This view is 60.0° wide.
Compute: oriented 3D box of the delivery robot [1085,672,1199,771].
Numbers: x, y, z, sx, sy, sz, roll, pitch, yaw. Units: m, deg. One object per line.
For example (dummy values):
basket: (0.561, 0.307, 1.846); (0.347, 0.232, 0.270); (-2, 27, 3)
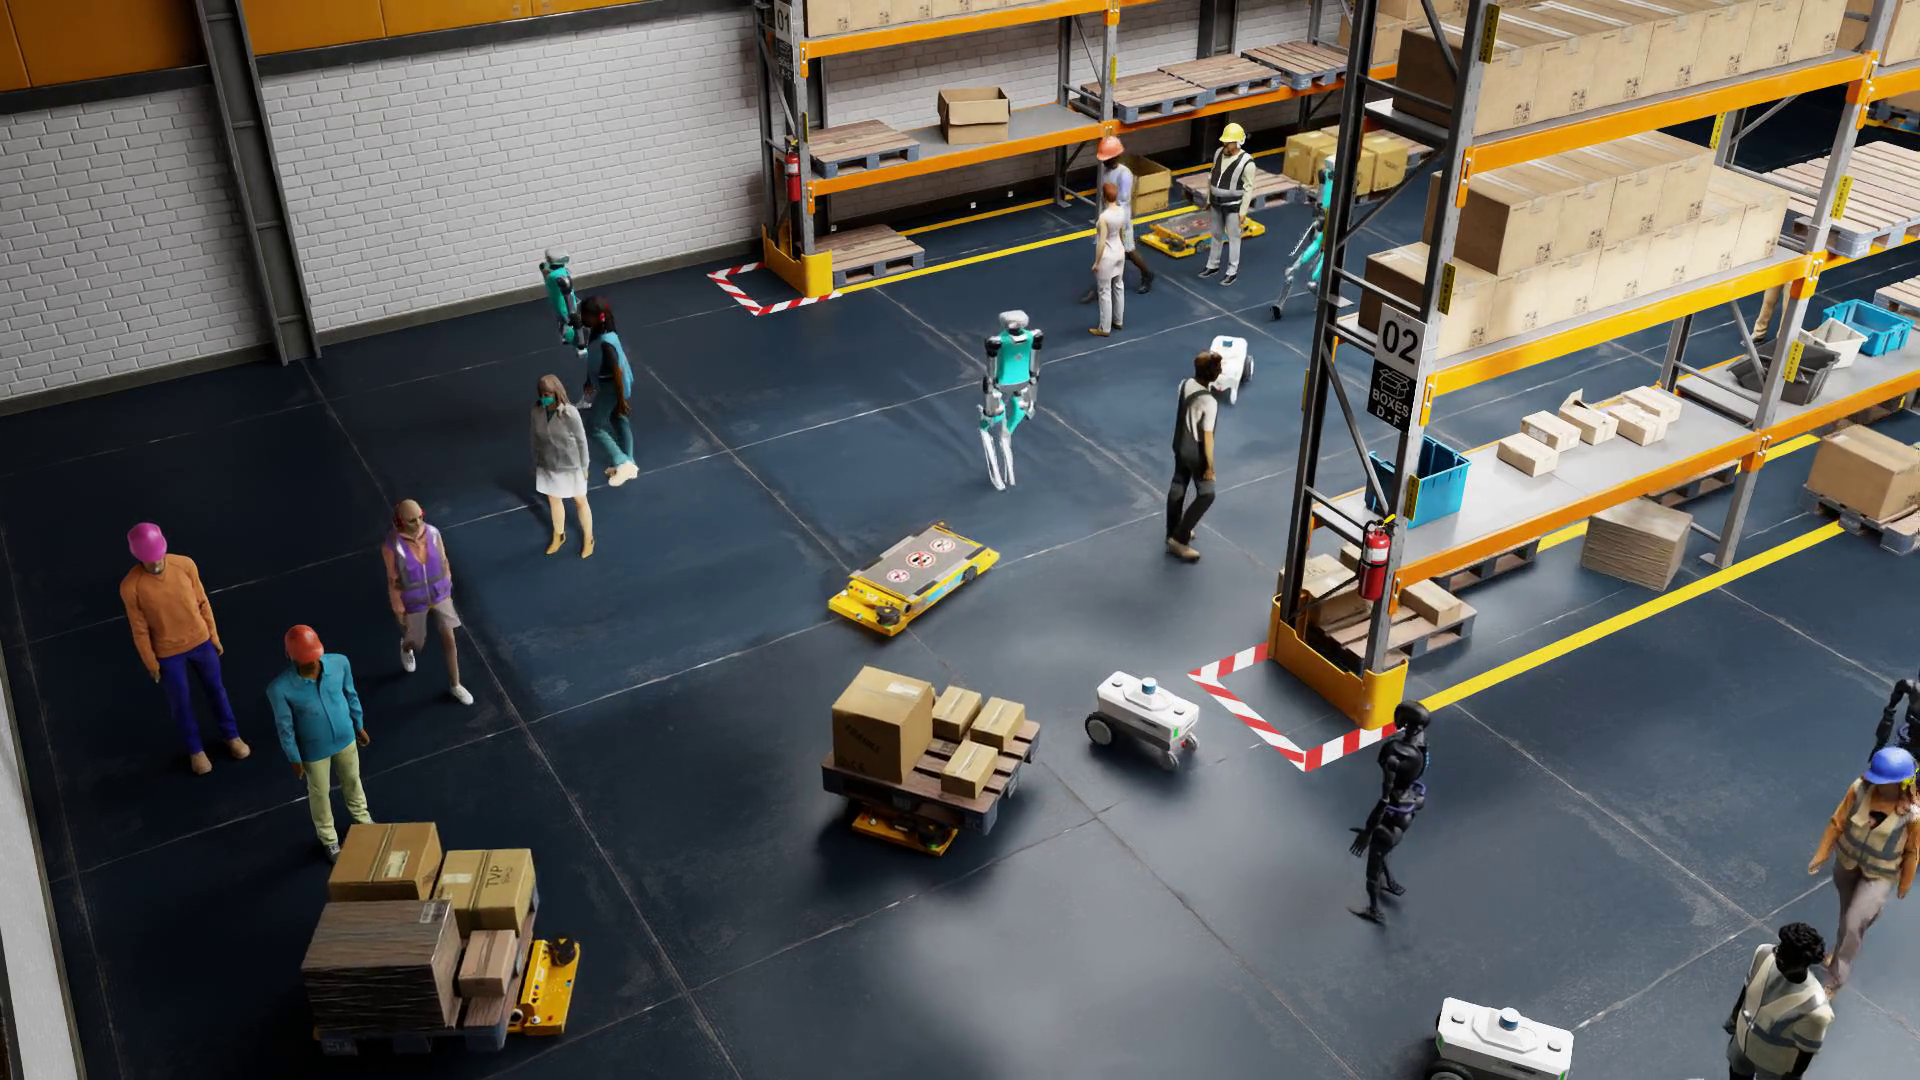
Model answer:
delivery robot: (1.311, 1.239, 11.836); (0.774, 0.592, 0.499); (23, 39, 32)

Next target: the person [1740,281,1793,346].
person: (8.486, -2.744, 17.060); (0.333, 1.752, 0.562); (-18, 36, -26)

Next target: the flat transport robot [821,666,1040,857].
flat transport robot: (-0.146, 1.604, 11.526); (0.659, 0.231, 1.431); (13, 34, 20)

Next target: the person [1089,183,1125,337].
person: (1.565, -2.946, 17.472); (0.269, 1.656, 0.462); (25, 40, 34)

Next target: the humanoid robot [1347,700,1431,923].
humanoid robot: (2.611, 1.663, 10.110); (0.332, 1.656, 0.601); (21, 37, 29)

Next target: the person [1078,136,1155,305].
person: (1.772, -3.523, 18.192); (0.934, 1.893, 0.559); (-17, 36, -24)

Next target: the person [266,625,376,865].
person: (-4.057, 1.276, 10.649); (0.324, 1.751, 0.561); (24, 39, 33)

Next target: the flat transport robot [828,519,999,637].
flat transport robot: (-0.363, 0.291, 13.619); (0.659, 0.231, 1.431); (22, 38, 31)

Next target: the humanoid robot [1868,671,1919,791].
humanoid robot: (6.072, 1.409, 10.555); (0.741, 1.624, 0.612); (-14, 35, -21)

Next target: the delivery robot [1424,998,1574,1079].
delivery robot: (3.011, 2.845, 9.265); (0.774, 0.581, 0.499); (12, 34, 19)

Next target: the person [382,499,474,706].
person: (-3.927, 0.410, 12.106); (0.489, 1.667, 0.694); (-22, 38, -31)

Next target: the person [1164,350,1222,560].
person: (1.911, -0.707, 13.743); (0.433, 1.835, 0.529); (-13, 34, -20)

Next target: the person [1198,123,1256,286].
person: (2.983, -3.766, 18.615); (0.404, 1.837, 0.589); (-26, 40, -35)

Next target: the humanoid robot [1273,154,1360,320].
humanoid robot: (3.741, -3.166, 17.784); (0.906, 1.808, 0.546); (-20, 37, -29)

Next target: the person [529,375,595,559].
person: (-3.296, -0.598, 13.725); (0.497, 1.658, 0.337); (7, 33, 10)

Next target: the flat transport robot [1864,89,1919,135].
flat transport robot: (13.590, -5.843, 23.402); (0.659, 0.231, 1.431); (-26, 40, -35)

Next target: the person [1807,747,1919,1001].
person: (5.196, 1.923, 9.632); (0.806, 1.736, 0.475); (-21, 37, -29)

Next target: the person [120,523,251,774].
person: (-5.316, 0.721, 11.338); (0.516, 1.973, 0.402); (-26, 41, -35)

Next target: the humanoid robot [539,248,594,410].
humanoid robot: (-3.525, -1.992, 15.883); (0.780, 1.784, 0.546); (-20, 37, -29)

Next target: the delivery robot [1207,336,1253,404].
delivery robot: (2.652, -1.747, 16.593); (0.499, 0.586, 0.773); (8, 33, 13)

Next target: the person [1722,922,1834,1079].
person: (4.159, 2.614, 8.577); (0.318, 1.691, 0.535); (-7, 33, -12)

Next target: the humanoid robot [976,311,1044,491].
humanoid robot: (0.369, -1.252, 14.715); (0.548, 1.808, 0.690); (-13, 35, -20)

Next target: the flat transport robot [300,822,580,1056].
flat transport robot: (-3.030, 2.647, 9.862); (1.431, 0.231, 0.659); (-1, 32, -2)

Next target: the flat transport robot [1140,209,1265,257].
flat transport robot: (2.929, -3.727, 20.027); (1.431, 0.231, 0.659); (-20, 37, -29)

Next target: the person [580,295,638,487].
person: (-3.134, -1.310, 14.682); (0.496, 1.852, 0.470); (-2, 32, -3)
